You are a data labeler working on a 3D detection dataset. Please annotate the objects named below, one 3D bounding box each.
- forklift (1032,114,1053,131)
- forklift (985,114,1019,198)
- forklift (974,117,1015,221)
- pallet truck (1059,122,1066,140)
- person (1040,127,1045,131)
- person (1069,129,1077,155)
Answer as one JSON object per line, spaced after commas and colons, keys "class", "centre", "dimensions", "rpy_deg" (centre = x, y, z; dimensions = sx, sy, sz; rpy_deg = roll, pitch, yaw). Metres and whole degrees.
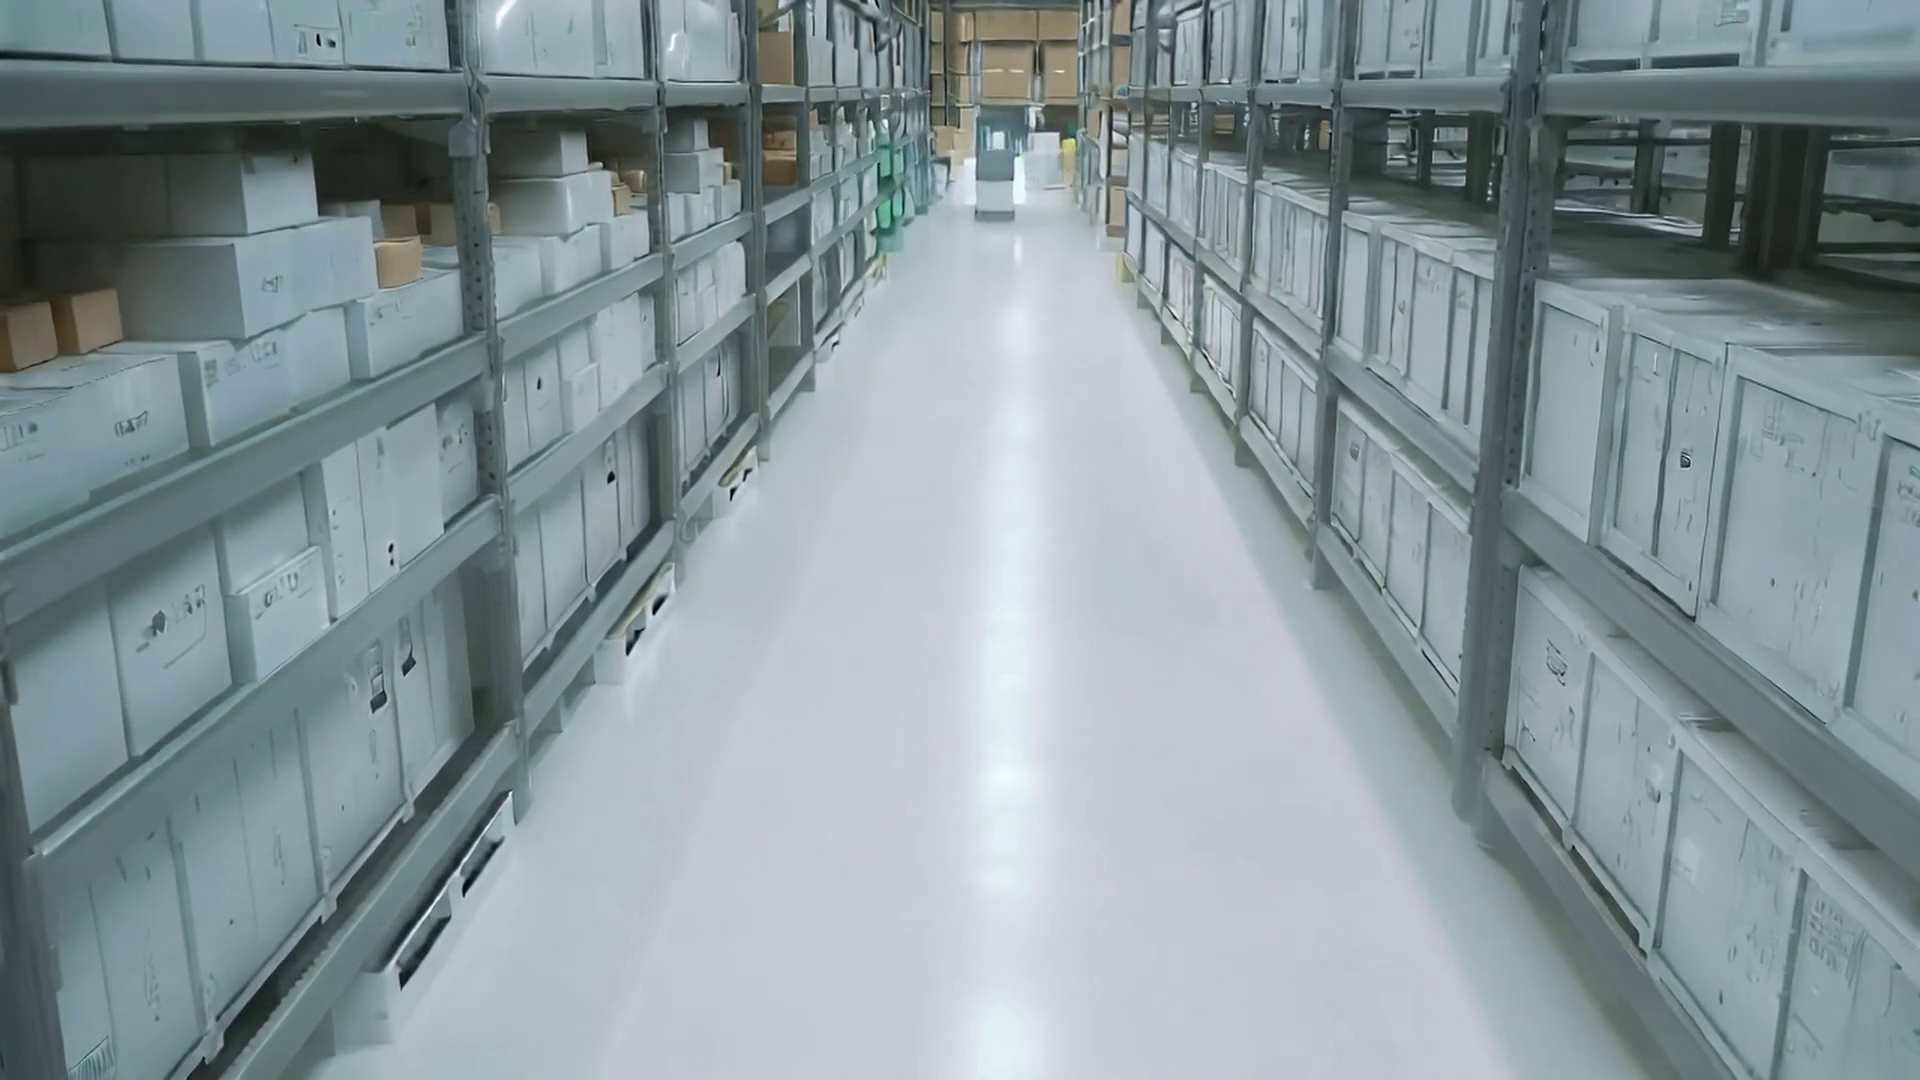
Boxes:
{"class": "forklift", "centre": [3.487, -16.955, 70.875], "dimensions": [1.129, 2.768, 1.873], "rpy_deg": [-2, 15, -8]}
{"class": "forklift", "centre": [1.283, -12.318, 53.624], "dimensions": [1.129, 2.768, 1.873], "rpy_deg": [5, 16, 17]}
{"class": "forklift", "centre": [0.977, -10.341, 46.266], "dimensions": [1.129, 2.768, 1.873], "rpy_deg": [0, 15, 1]}
{"class": "pallet truck", "centre": [5.788, -21.111, 88.014], "dimensions": [1.885, 1.965, 0.823], "rpy_deg": [5, 16, 18]}
{"class": "person", "centre": [3.857, -18.389, 78.056], "dimensions": [0.633, 1.916, 0.743], "rpy_deg": [5, 16, 18]}
{"class": "person", "centre": [5.097, -17.275, 73.882], "dimensions": [0.559, 1.923, 0.645], "rpy_deg": [-3, 15, -10]}
